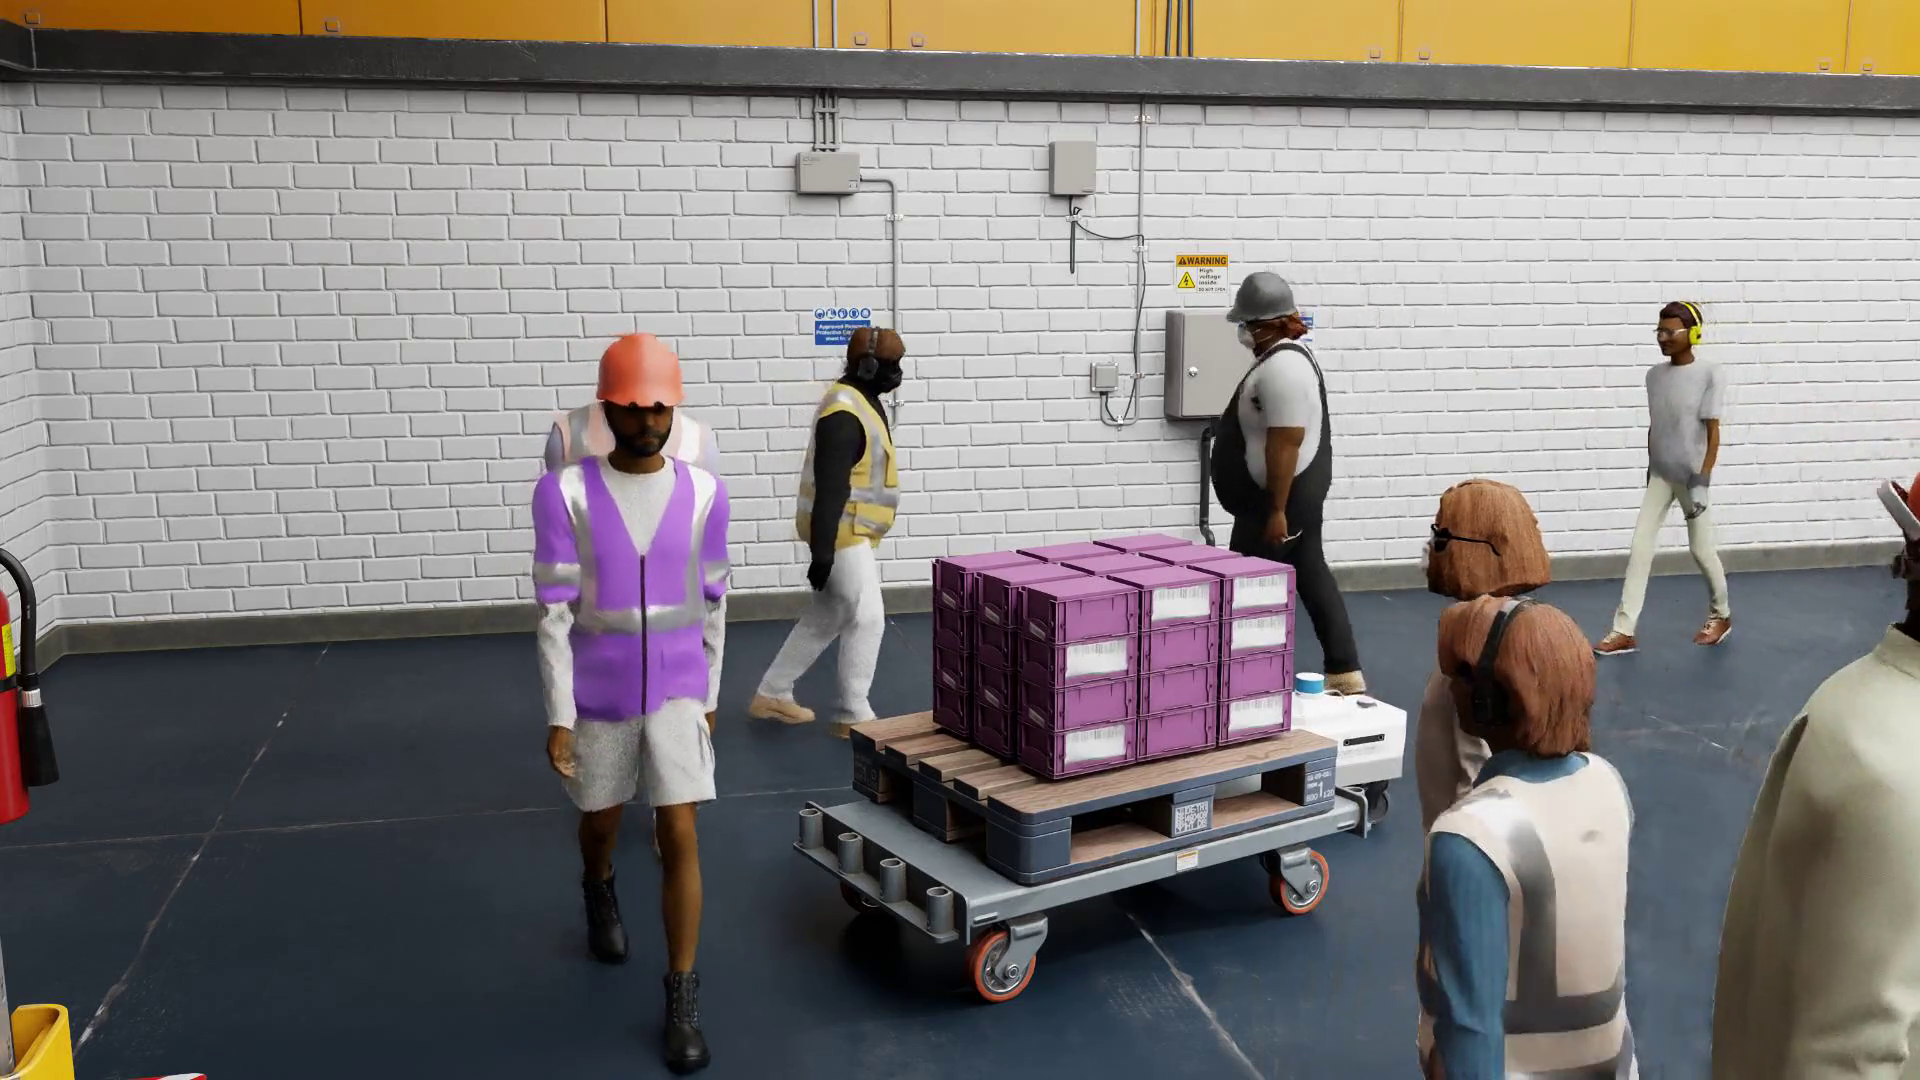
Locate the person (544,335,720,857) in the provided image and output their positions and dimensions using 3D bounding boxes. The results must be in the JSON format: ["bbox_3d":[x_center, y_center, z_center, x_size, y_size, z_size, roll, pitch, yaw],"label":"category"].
[{"bbox_3d":[-1.170,0.157,6.009,0.625,1.812,0.835,-1,10,-8],"label":"person"}]

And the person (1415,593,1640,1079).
[{"bbox_3d":[0.825,0.872,2.626,0.537,1.593,0.846,-9,13,-40],"label":"person"}]

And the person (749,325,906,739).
[{"bbox_3d":[-0.586,-0.022,7.108,0.717,1.794,0.676,0,10,2],"label":"person"}]

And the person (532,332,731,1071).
[{"bbox_3d":[-0.893,0.377,4.556,0.540,1.908,0.956,-4,11,-20],"label":"person"}]

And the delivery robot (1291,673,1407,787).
[{"bbox_3d":[1.269,0.727,6.058,0.707,0.478,0.477,-5,11,-24],"label":"delivery robot"}]

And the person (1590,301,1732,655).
[{"bbox_3d":[3.739,-0.317,8.605,0.964,1.829,0.535,-6,12,-30],"label":"person"}]

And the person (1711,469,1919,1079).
[{"bbox_3d":[1.141,0.786,2.178,1.040,1.938,0.639,5,11,24],"label":"person"}]

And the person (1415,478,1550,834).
[{"bbox_3d":[1.088,0.678,3.594,0.280,1.636,0.500,3,11,18],"label":"person"}]

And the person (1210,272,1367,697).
[{"bbox_3d":[1.497,-0.235,7.532,0.837,2.000,0.810,4,11,23],"label":"person"}]
